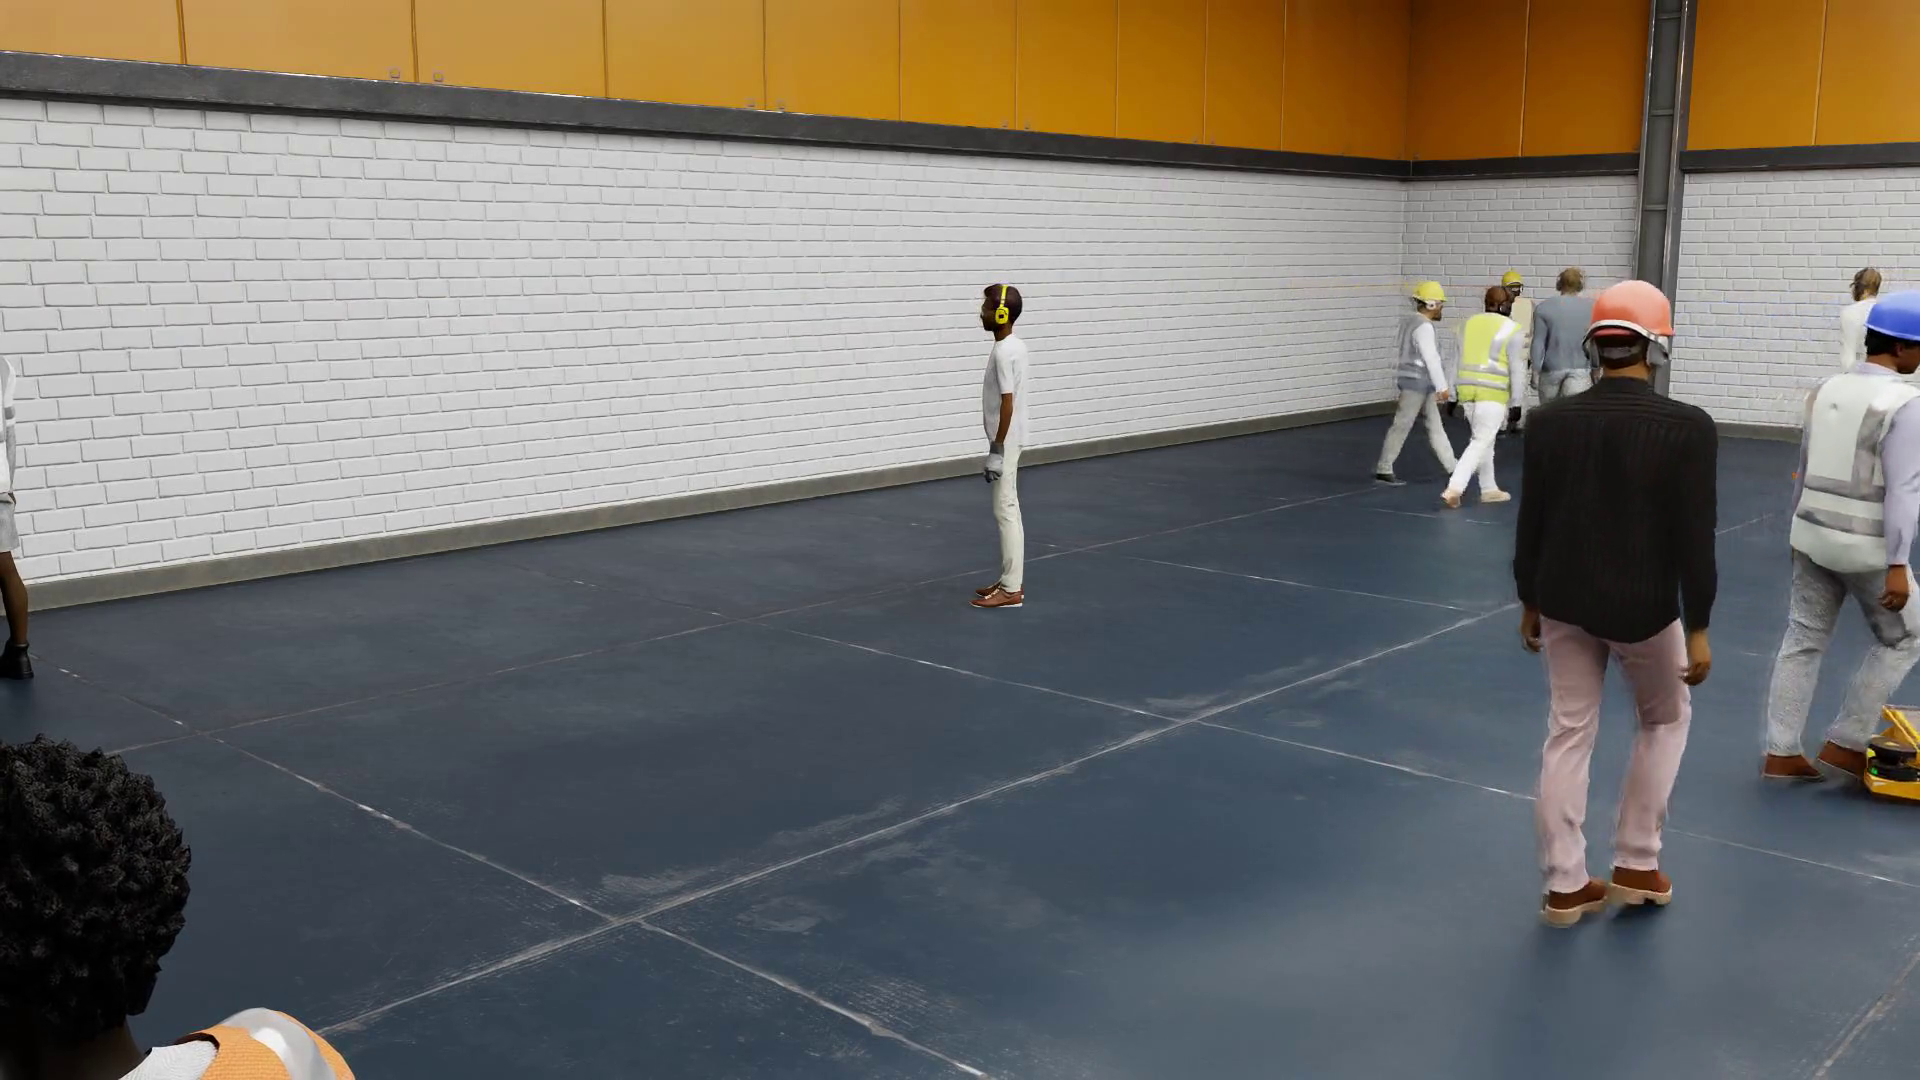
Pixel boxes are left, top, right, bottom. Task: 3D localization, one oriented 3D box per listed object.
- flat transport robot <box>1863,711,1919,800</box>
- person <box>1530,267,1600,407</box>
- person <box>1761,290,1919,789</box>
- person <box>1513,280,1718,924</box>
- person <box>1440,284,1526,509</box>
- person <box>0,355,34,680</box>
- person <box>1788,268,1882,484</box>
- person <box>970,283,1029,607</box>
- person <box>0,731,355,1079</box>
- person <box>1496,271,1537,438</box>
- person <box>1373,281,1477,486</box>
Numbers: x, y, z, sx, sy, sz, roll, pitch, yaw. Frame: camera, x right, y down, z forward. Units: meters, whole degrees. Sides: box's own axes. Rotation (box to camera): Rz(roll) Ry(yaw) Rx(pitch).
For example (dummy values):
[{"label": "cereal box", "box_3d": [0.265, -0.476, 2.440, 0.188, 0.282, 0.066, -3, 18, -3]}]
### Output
[{"label": "flat transport robot", "box_3d": [4.188, 0.847, 6.294, 1.431, 0.197, 0.652, 3, 10, 18]}, {"label": "person", "box_3d": [5.630, -1.576, 15.487, 0.659, 1.884, 0.999, 2, 10, 12]}, {"label": "person", "box_3d": [3.387, 0.022, 6.292, 0.595, 1.913, 0.737, -2, 10, -11]}, {"label": "person", "box_3d": [2.041, 0.195, 5.152, 0.656, 1.970, 0.634, 10, 14, 44]}, {"label": "person", "box_3d": [4.167, -1.141, 13.308, 0.897, 1.796, 0.653, -7, 12, -33]}, {"label": "person", "box_3d": [-4.668, -0.243, 7.790, 0.374, 1.928, 0.542, 2, 10, 13]}, {"label": "person", "box_3d": [7.512, -1.332, 14.054, 0.652, 1.900, 0.920, -4, 11, -21]}, {"label": "person", "box_3d": [0.234, -0.543, 9.649, 0.328, 1.876, 0.513, 1, 10, 8]}, {"label": "person", "box_3d": [-0.700, 0.993, 1.430, 0.320, 1.694, 0.532, 3, 11, 19]}, {"label": "person", "box_3d": [6.039, -2.031, 18.267, 0.586, 1.824, 0.403, -3, 11, -19]}, {"label": "person", "box_3d": [4.087, -1.349, 14.492, 0.952, 1.775, 0.602, 2, 10, 12]}]
